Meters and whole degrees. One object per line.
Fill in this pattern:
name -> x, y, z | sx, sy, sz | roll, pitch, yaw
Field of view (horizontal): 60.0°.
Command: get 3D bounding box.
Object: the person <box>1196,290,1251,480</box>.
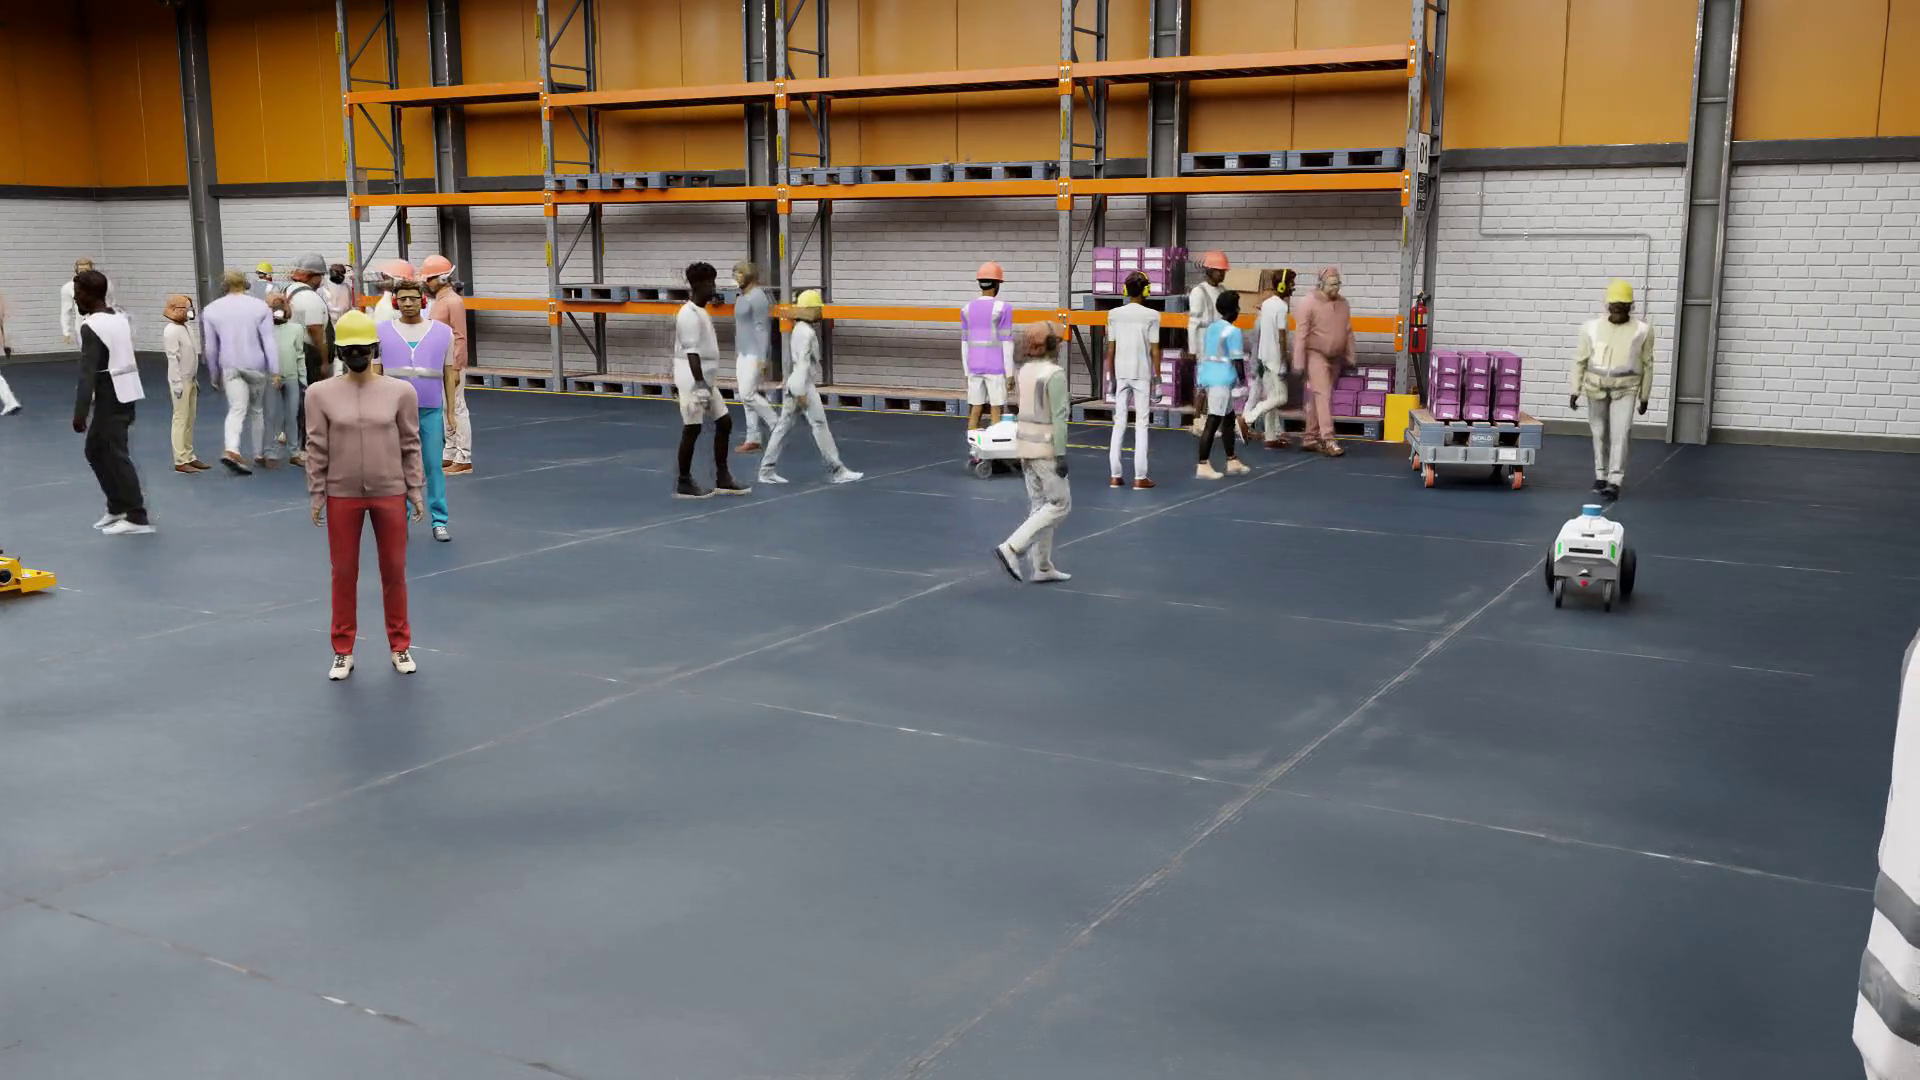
person -> 2.397, -1.376, 14.805 | 0.712, 1.660, 0.652 | -3, 10, -17

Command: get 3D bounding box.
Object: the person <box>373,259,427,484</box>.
person -> -4.949, -1.419, 14.271 | 0.697, 1.959, 0.672 | -2, 10, -11

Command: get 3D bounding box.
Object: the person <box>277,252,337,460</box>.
person -> -6.343, -1.800, 16.186 | 0.750, 2.000, 0.550 | 9, 14, 43

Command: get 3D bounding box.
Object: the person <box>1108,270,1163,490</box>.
person -> 1.498, -1.362, 14.221 | 0.509, 1.864, 0.331 | 6, 12, 31

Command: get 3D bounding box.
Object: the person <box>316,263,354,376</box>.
person -> -9.332, -3.218, 24.840 | 0.468, 1.821, 0.650 | 9, 13, 40

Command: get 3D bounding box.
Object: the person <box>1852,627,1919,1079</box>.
person -> 1.403, 0.743, 2.235 | 0.357, 1.881, 0.574 | 2, 10, 10

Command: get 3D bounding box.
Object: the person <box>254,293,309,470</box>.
person -> -6.341, -1.476, 15.510 | 0.506, 1.631, 0.269 | -9, 13, -41

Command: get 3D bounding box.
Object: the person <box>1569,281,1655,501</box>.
person -> 5.346, -1.228, 13.692 | 0.616, 1.787, 0.887 | 6, 12, 31

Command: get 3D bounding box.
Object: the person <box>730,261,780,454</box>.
person -> -2.052, -1.813, 16.578 | 0.489, 1.925, 0.655 | -5, 11, -27

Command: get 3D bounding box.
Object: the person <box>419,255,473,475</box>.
person -> -4.672, -1.583, 15.117 | 0.393, 1.985, 0.611 | -7, 12, -34

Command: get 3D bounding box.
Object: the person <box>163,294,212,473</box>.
person -> -7.109, -1.432, 15.257 | 0.277, 1.633, 0.507 | -1, 10, -6

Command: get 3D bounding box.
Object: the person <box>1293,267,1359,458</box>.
person -> 3.631, -1.737, 16.366 | 0.622, 1.855, 0.884 | -7, 12, -36

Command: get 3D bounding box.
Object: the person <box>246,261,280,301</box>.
person -> -10.826, -3.431, 26.008 | 0.596, 1.831, 0.403 | 3, 10, 15

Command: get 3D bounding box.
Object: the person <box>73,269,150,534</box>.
person -> -6.152, -0.975, 11.909 | 0.591, 1.897, 0.614 | -2, 10, -10

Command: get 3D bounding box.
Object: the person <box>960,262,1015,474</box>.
person -> 0.267, -1.565, 15.185 | 0.548, 1.929, 0.393 | 7, 12, 35

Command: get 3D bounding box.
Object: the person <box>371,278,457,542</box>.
person -> -3.807, -0.898, 11.629 | 0.566, 1.846, 0.389 | -4, 11, -20

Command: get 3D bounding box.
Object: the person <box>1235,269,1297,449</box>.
person -> 3.105, -1.814, 16.827 | 0.601, 1.847, 0.591 | -3, 10, -14

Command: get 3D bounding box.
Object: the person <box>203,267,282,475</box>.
person -> -6.586, -1.553, 15.266 | 0.652, 1.894, 0.950 | -3, 10, -16

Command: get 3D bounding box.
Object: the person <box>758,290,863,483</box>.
person -> -1.346, -1.323, 14.475 | 0.917, 1.687, 0.505 | -3, 11, -18

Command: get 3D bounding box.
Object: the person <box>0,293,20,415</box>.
person -> -11.988, -2.475, 20.505 | 1.014, 1.876, 0.583 | 4, 11, 20

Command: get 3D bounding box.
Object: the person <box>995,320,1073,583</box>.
person -> 0.459, -0.517, 10.081 | 0.481, 1.622, 0.536 | -4, 11, -23

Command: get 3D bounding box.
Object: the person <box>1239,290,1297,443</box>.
person -> 3.293, -1.817, 17.514 | 0.752, 1.601, 0.522 | 4, 11, 21

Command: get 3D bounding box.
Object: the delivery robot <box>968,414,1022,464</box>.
delivery robot -> 0.436, -0.891, 14.982 | 0.707, 0.478, 0.477 | -3, 11, -17

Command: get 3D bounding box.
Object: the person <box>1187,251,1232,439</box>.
person -> 2.738, -2.088, 17.905 | 0.606, 2.020, 0.612 | 7, 12, 34

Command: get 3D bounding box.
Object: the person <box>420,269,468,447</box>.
person -> -5.395, -1.906, 17.247 | 0.554, 1.878, 1.003 | -6, 12, -30

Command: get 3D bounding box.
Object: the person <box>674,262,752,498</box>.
person -> -2.008, -1.284, 13.559 | 0.748, 1.933, 0.628 | 1, 10, 4

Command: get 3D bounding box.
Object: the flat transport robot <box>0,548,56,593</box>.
flat transport robot -> -6.062, 0.262, 9.518 | 0.652, 0.197, 1.431 | 6, 12, 29

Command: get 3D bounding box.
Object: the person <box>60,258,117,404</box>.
person -> -11.319, -2.697, 21.628 | 0.662, 1.906, 0.879 | -4, 11, -20

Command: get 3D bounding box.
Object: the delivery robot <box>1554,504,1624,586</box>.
delivery robot -> 3.684, 0.036, 9.729 | 0.477, 0.478, 0.707 | 5, 11, 24

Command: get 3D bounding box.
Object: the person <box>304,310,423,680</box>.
person -> -2.839, -0.211, 7.967 | 0.528, 1.767, 0.330 | -4, 11, -20
